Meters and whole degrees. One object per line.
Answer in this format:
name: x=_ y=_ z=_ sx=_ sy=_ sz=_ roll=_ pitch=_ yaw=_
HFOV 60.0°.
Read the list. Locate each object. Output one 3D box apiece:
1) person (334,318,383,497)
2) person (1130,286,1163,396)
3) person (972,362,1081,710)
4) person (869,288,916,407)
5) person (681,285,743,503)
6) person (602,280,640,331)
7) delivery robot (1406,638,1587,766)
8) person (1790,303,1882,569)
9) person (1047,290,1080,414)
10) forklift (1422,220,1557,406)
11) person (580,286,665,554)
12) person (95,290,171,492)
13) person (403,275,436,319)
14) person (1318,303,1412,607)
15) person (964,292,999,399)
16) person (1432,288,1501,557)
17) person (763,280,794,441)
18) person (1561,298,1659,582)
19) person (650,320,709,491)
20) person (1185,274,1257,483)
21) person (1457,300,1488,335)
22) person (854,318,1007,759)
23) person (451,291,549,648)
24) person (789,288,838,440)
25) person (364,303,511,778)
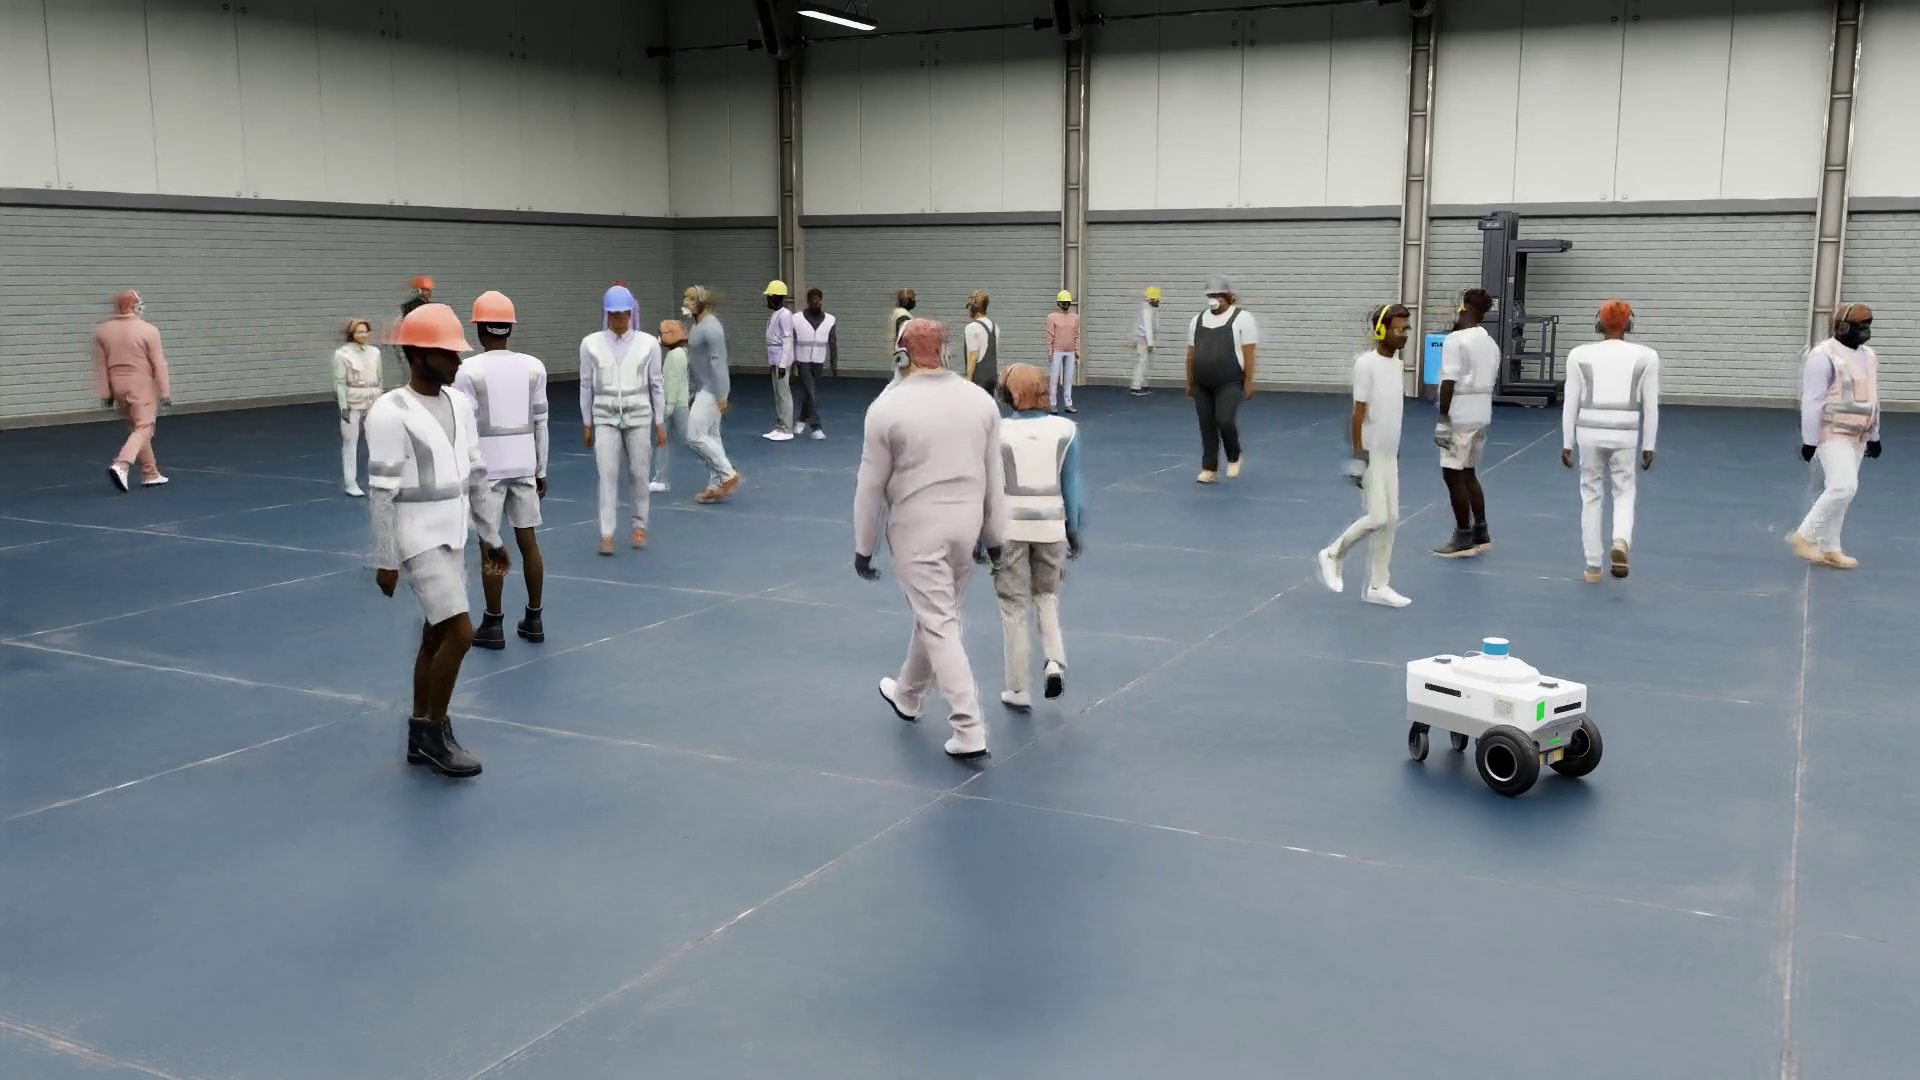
person: x=-5.385 y=-1.191 z=15.058 sx=0.635 sy=1.615 sz=0.541 roll=6 pitch=11 yaw=32
person: x=3.071 y=-3.275 z=27.380 sx=0.556 sy=1.790 sz=0.611 roll=2 pitch=9 yaw=13
person: x=0.303 y=-0.017 z=7.794 sx=0.537 sy=1.621 sz=0.363 roll=-3 pitch=10 yaw=-17
person: x=-0.787 y=-2.498 z=22.524 sx=0.870 sy=1.818 sz=0.618 roll=-1 pitch=9 yaw=-8
person: x=-2.234 y=-1.274 z=14.640 sx=0.434 sy=1.920 sz=0.638 roll=-3 pitch=10 yaw=-18
person: x=-5.902 y=-3.578 z=28.944 sx=0.667 sy=1.888 sz=0.436 roll=-4 pitch=10 yaw=-21
delivery robot: x=2.192 y=0.646 z=6.844 sx=0.477 sy=0.478 sz=0.707 roll=-7 pitch=11 yaw=-35
person: x=6.083 y=-0.709 z=11.466 sx=0.630 sy=1.828 sz=0.448 roll=-6 pitch=11 yaw=-33
person: x=1.496 y=-2.712 z=23.992 sx=0.532 sy=1.768 sz=0.311 roll=-4 pitch=10 yaw=-24
forklift: x=8.245 y=-3.527 z=25.720 sx=1.873 sy=2.768 sz=1.129 roll=5 pitch=10 yaw=27
person: x=-2.475 y=-0.885 z=12.199 sx=0.608 sy=1.953 sz=0.414 roll=-1 pitch=9 yaw=-8
person: x=-7.764 y=-1.404 z=15.604 sx=0.651 sy=1.877 sz=0.874 roll=2 pitch=9 yaw=12
person: x=-7.484 y=-2.680 z=23.105 sx=0.556 sy=1.980 sz=0.621 roll=5 pitch=10 yaw=28
person: x=2.532 y=-0.522 z=10.233 sx=0.504 sy=1.847 sz=0.538 roll=9 pitch=13 yaw=44
person: x=0.226 y=-1.594 z=16.938 sx=0.417 sy=1.839 sz=0.541 roll=6 pitch=11 yaw=34
person: x=3.648 y=-0.836 z=11.977 sx=0.404 sy=1.935 sz=0.650 roll=9 pitch=13 yaw=43
person: x=-2.193 y=-2.169 z=20.133 sx=0.358 sy=1.930 sz=0.585 roll=-3 pitch=10 yaw=-19
person: x=4.242 y=-0.640 z=10.886 sx=0.579 sy=1.872 sz=0.517 roll=3 pitch=10 yaw=18
person: x=-2.578 y=-1.250 z=15.483 sx=0.787 sy=1.602 sz=0.511 roll=-3 pitch=10 yaw=-20
person: x=2.474 y=-1.545 z=16.076 sx=0.706 sy=2.000 sz=0.536 roll=7 pitch=11 yaw=36
person: x=5.499 y=-1.747 z=18.039 sx=0.311 sy=1.769 sz=0.522 roll=-3 pitch=10 yaw=-20
person: x=-0.147 y=-0.024 z=7.181 sx=0.652 sy=1.842 sz=1.038 roll=-6 pitch=11 yaw=-33
person: x=-2.526 y=-0.389 z=9.135 sx=0.551 sy=1.937 sz=0.357 roll=-8 pitch=12 yaw=-41
person: x=-1.861 y=-2.205 z=20.657 sx=0.603 sy=1.853 sz=1.004 roll=-4 pitch=10 yaw=-24
person: x=-2.089 y=0.010 z=6.752 sx=0.607 sy=1.917 sz=0.558 roll=2 pitch=10 yaw=14
